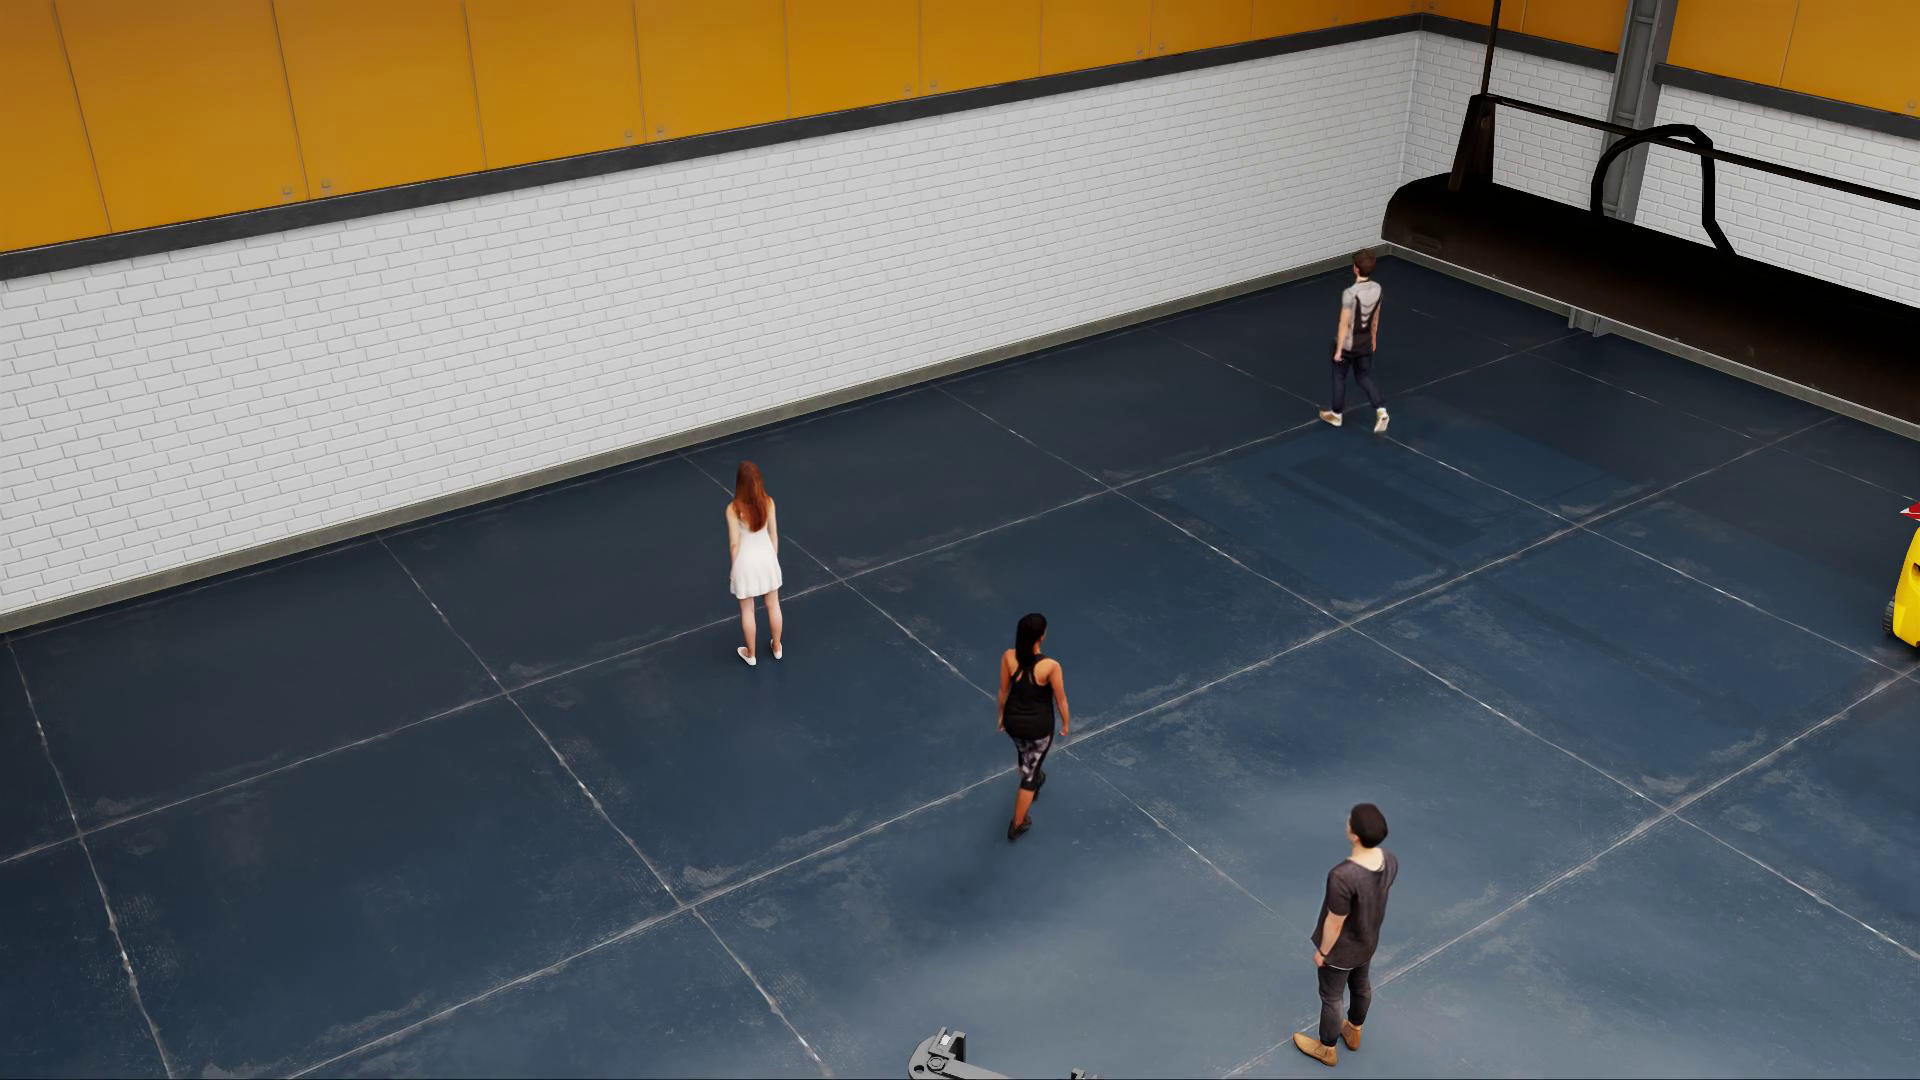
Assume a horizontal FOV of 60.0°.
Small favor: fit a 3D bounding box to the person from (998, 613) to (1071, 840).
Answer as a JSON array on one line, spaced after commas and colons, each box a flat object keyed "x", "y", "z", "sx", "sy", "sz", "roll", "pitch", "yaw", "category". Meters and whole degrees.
[{"x": 0.435, "y": 1.226, "z": 10.883, "sx": 0.972, "sy": 1.646, "sz": 0.930, "roll": 13, "pitch": 31, "yaw": 23, "category": "person"}]

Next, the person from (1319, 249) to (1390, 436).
[{"x": 3.959, "y": -1.906, "z": 16.391, "sx": 0.751, "sy": 1.871, "sz": 1.138, "roll": -14, "pitch": 32, "yaw": -24, "category": "person"}]

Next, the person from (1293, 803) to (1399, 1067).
[{"x": 2.143, "y": 2.153, "z": 9.108, "sx": 0.607, "sy": 1.719, "sz": 0.533, "roll": -18, "pitch": 34, "yaw": -30, "category": "person"}]

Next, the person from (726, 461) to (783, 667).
[{"x": -1.572, "y": 0.171, "z": 12.749, "sx": 0.590, "sy": 1.711, "sz": 0.578, "roll": -12, "pitch": 31, "yaw": -22, "category": "person"}]
